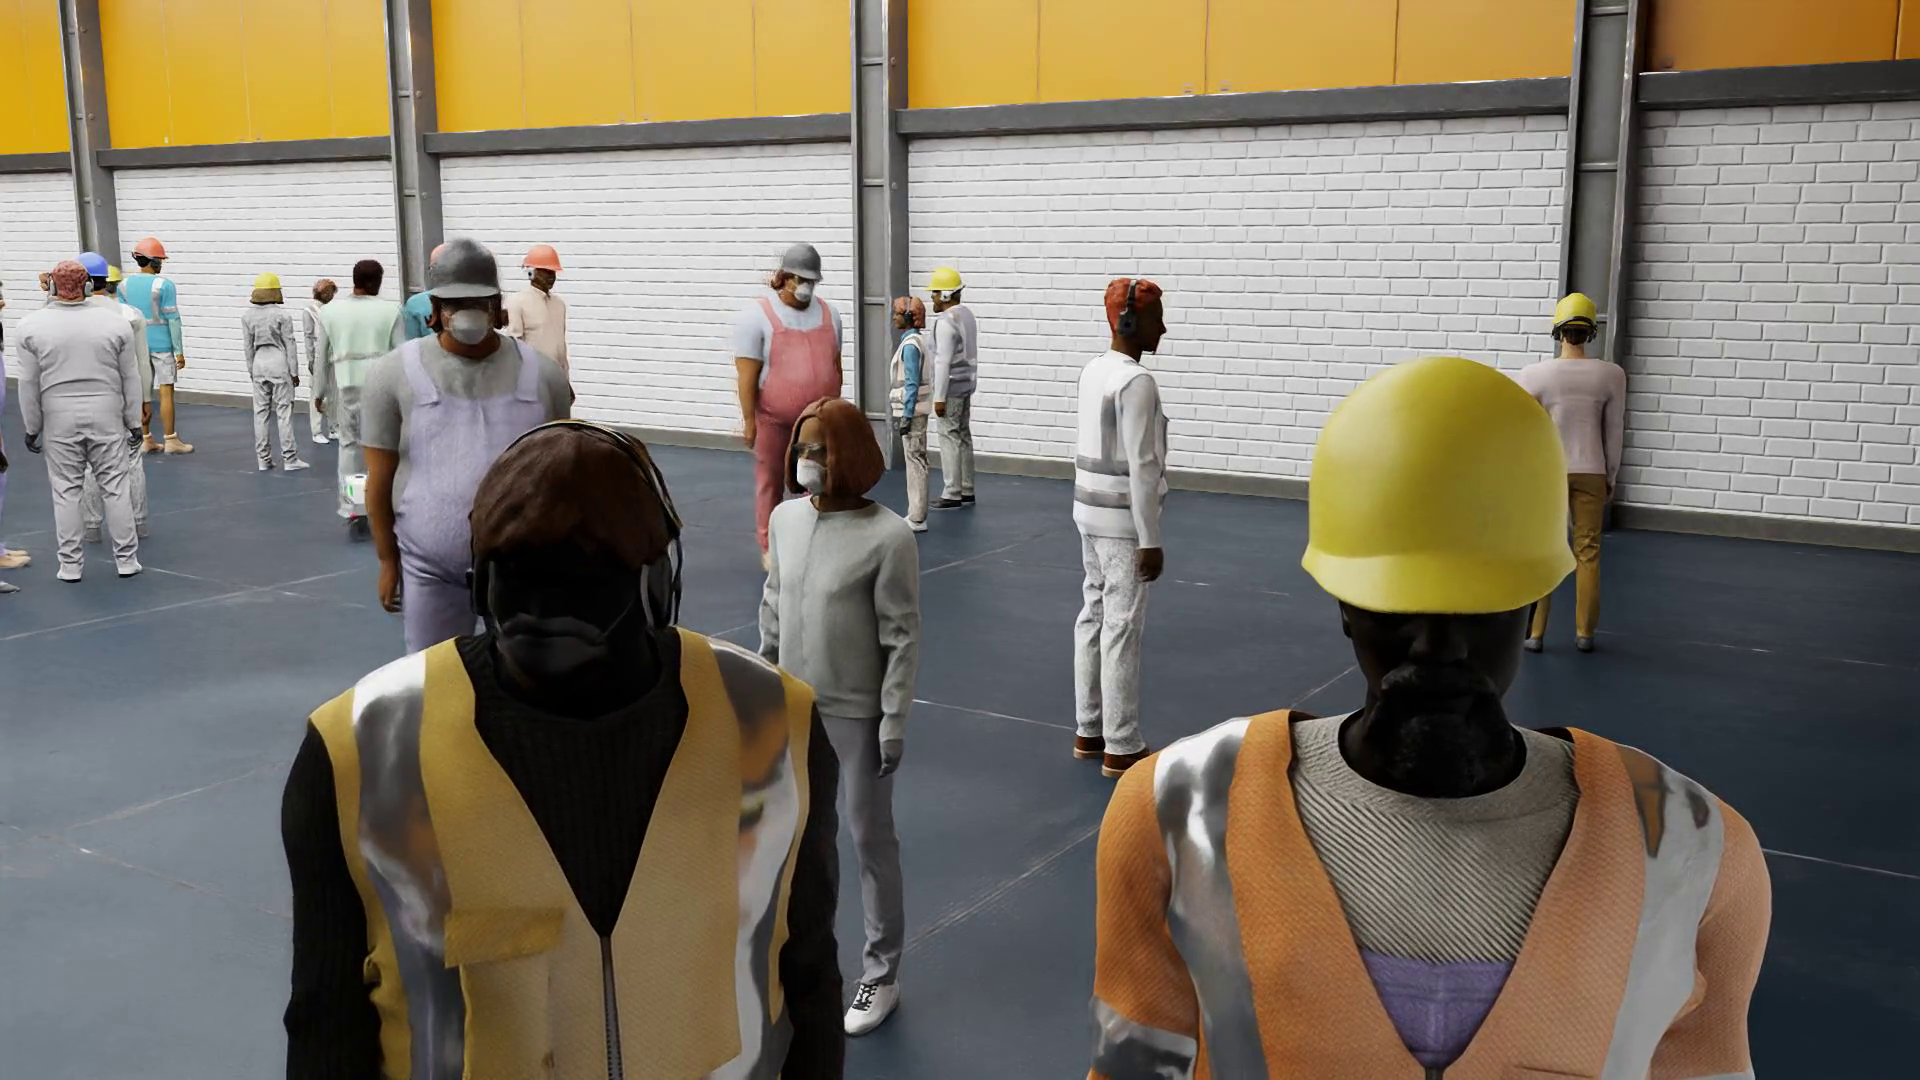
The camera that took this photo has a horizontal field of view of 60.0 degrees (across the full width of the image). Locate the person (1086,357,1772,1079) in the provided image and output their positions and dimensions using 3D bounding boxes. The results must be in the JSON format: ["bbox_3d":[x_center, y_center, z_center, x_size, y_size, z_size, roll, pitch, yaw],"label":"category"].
[{"bbox_3d":[0.399,0.798,1.524,0.588,1.927,0.370,1,10,7],"label":"person"}]

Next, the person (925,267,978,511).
[{"bbox_3d":[-0.075,-1.132,12.510,0.403,1.825,0.593,4,11,20],"label":"person"}]

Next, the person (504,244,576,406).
[{"bbox_3d":[-3.057,-1.163,12.205,0.385,1.994,0.611,5,11,25],"label":"person"}]

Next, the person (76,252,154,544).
[{"bbox_3d":[-5.730,-0.943,11.134,0.608,1.941,0.416,-6,12,-30],"label":"person"}]

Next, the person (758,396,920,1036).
[{"bbox_3d":[-0.325,0.445,4.286,0.497,1.636,0.286,7,13,35],"label":"person"}]

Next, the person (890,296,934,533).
[{"bbox_3d":[-0.335,-0.866,11.544,0.308,1.640,0.511,0,10,2],"label":"person"}]

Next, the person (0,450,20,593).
[{"bbox_3d":[-5.590,-0.521,9.340,0.337,1.742,0.562,2,10,11],"label":"person"}]

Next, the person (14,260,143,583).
[{"bbox_3d":[-5.212,-0.701,9.888,0.653,1.906,0.408,-6,12,-30],"label":"person"}]

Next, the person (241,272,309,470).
[{"bbox_3d":[-6.053,-1.482,14.670,0.487,1.742,0.294,2,10,8],"label":"person"}]

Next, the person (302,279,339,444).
[{"bbox_3d":[-6.336,-1.787,16.646,0.315,1.639,0.515,5,11,26],"label":"person"}]

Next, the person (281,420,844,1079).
[{"bbox_3d":[-0.413,0.780,1.874,0.620,1.840,0.430,-4,11,-22],"label":"person"}]

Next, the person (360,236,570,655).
[{"bbox_3d":[-1.581,0.028,5.473,0.687,2.000,0.536,-5,11,-25],"label":"person"}]

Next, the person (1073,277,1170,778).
[{"bbox_3d":[0.615,-0.046,6.325,0.362,1.883,0.575,-3,11,-16],"label":"person"}]

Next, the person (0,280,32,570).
[{"bbox_3d":[-5.971,-0.719,10.203,0.354,1.834,0.519,-7,12,-34],"label":"person"}]

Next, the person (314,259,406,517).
[{"bbox_3d":[-4.345,-1.078,12.048,0.724,1.895,0.548,-2,10,-12],"label":"person"}]

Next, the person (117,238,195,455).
[{"bbox_3d":[-7.589,-1.819,15.702,0.615,2.040,0.391,2,10,13],"label":"person"}]

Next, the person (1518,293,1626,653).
[{"bbox_3d":[2.964,-0.317,8.153,0.529,1.768,0.312,0,10,3],"label":"person"}]

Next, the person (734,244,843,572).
[{"bbox_3d":[-0.953,-0.772,9.906,0.710,2.000,0.941,-5,11,-26],"label":"person"}]
